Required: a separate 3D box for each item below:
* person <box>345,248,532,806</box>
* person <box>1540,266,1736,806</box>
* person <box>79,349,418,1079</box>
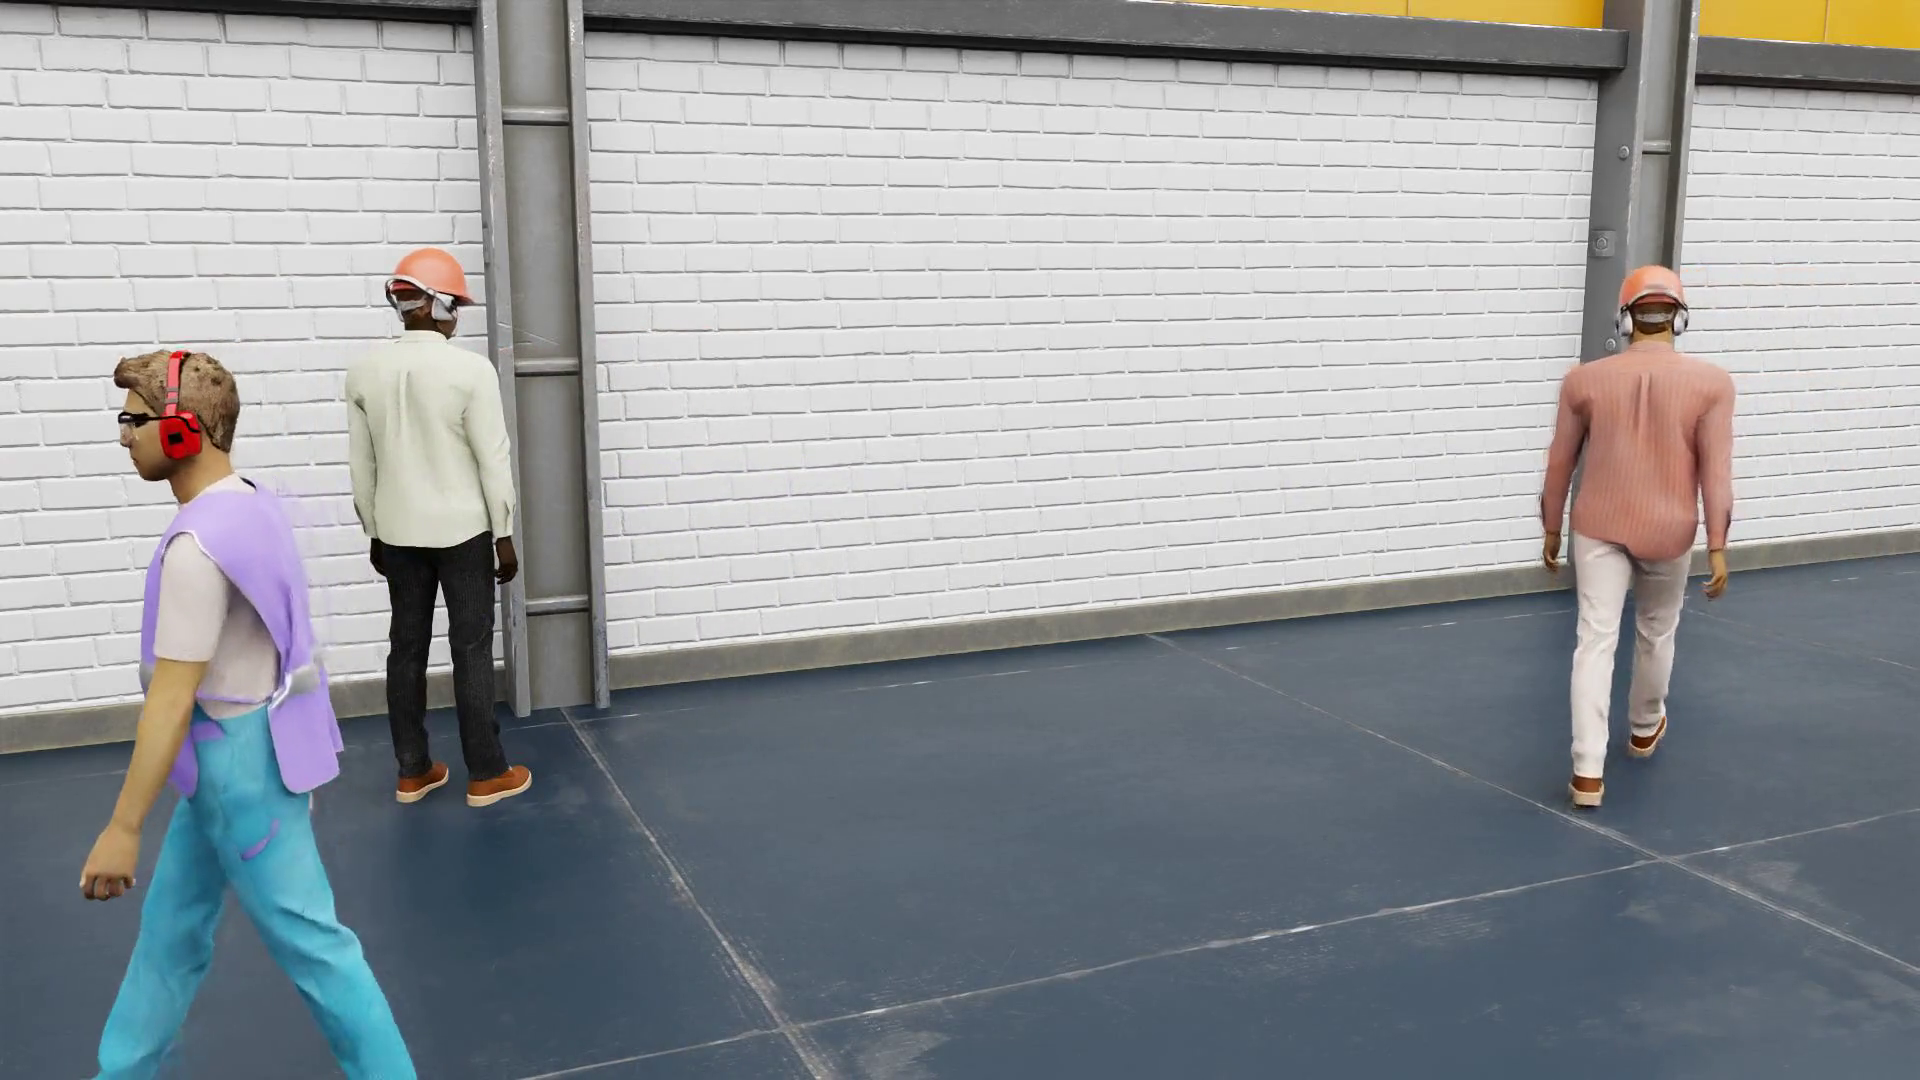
[{"bbox_3d":[-1.856,-0.034,5.942,0.610,1.985,0.392,2,11,13],"label":"person"},{"bbox_3d":[2.490,-0.040,6.162,0.659,1.920,1.067,5,11,25],"label":"person"},{"bbox_3d":[-1.601,0.511,3.467,0.962,1.796,0.571,-3,11,-18],"label":"person"}]
